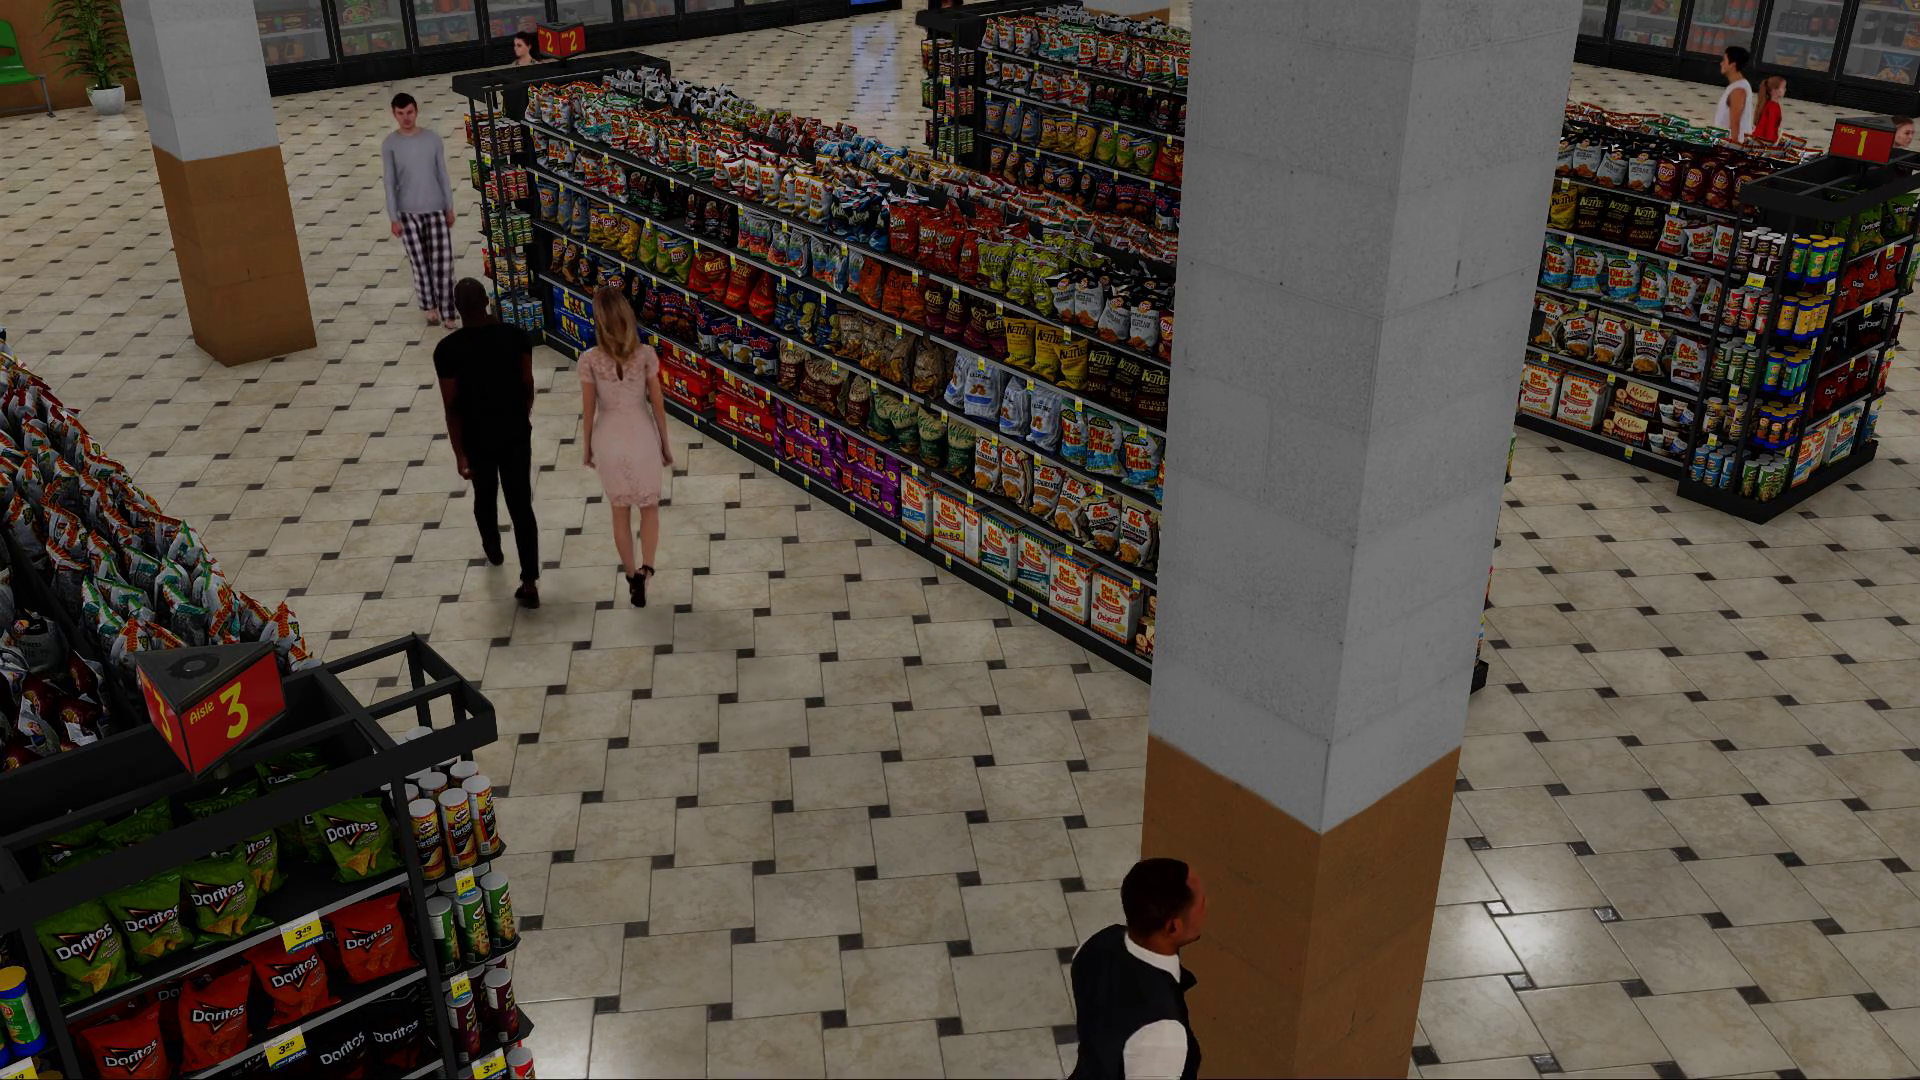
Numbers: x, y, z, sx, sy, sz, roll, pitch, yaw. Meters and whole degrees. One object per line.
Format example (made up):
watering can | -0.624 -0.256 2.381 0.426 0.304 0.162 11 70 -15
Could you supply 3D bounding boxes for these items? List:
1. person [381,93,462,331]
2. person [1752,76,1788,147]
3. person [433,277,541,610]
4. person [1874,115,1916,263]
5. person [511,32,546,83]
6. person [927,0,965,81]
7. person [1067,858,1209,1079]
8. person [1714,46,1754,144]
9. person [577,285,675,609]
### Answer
person | -4.223 -2.585 13.023 0.869 1.822 1.097 -10 28 -18
person | 7.768 -3.838 16.091 0.621 1.282 0.576 6 28 12
person | -2.464 -0.478 8.925 0.903 1.772 1.266 -11 29 -21
person | 7.048 -2.438 12.866 0.615 1.703 0.504 -19 32 -32
person | -4.198 -4.217 16.520 1.021 1.571 0.807 19 32 32
person | -0.219 -5.942 19.918 0.903 1.573 1.205 -9 28 -18
person | 0.348 1.719 4.538 1.074 1.821 1.293 -9 28 -17
person | 6.954 -3.446 14.823 1.207 1.730 0.865 16 31 29
person | -1.746 -0.414 8.758 0.847 1.809 0.958 -6 27 -11
